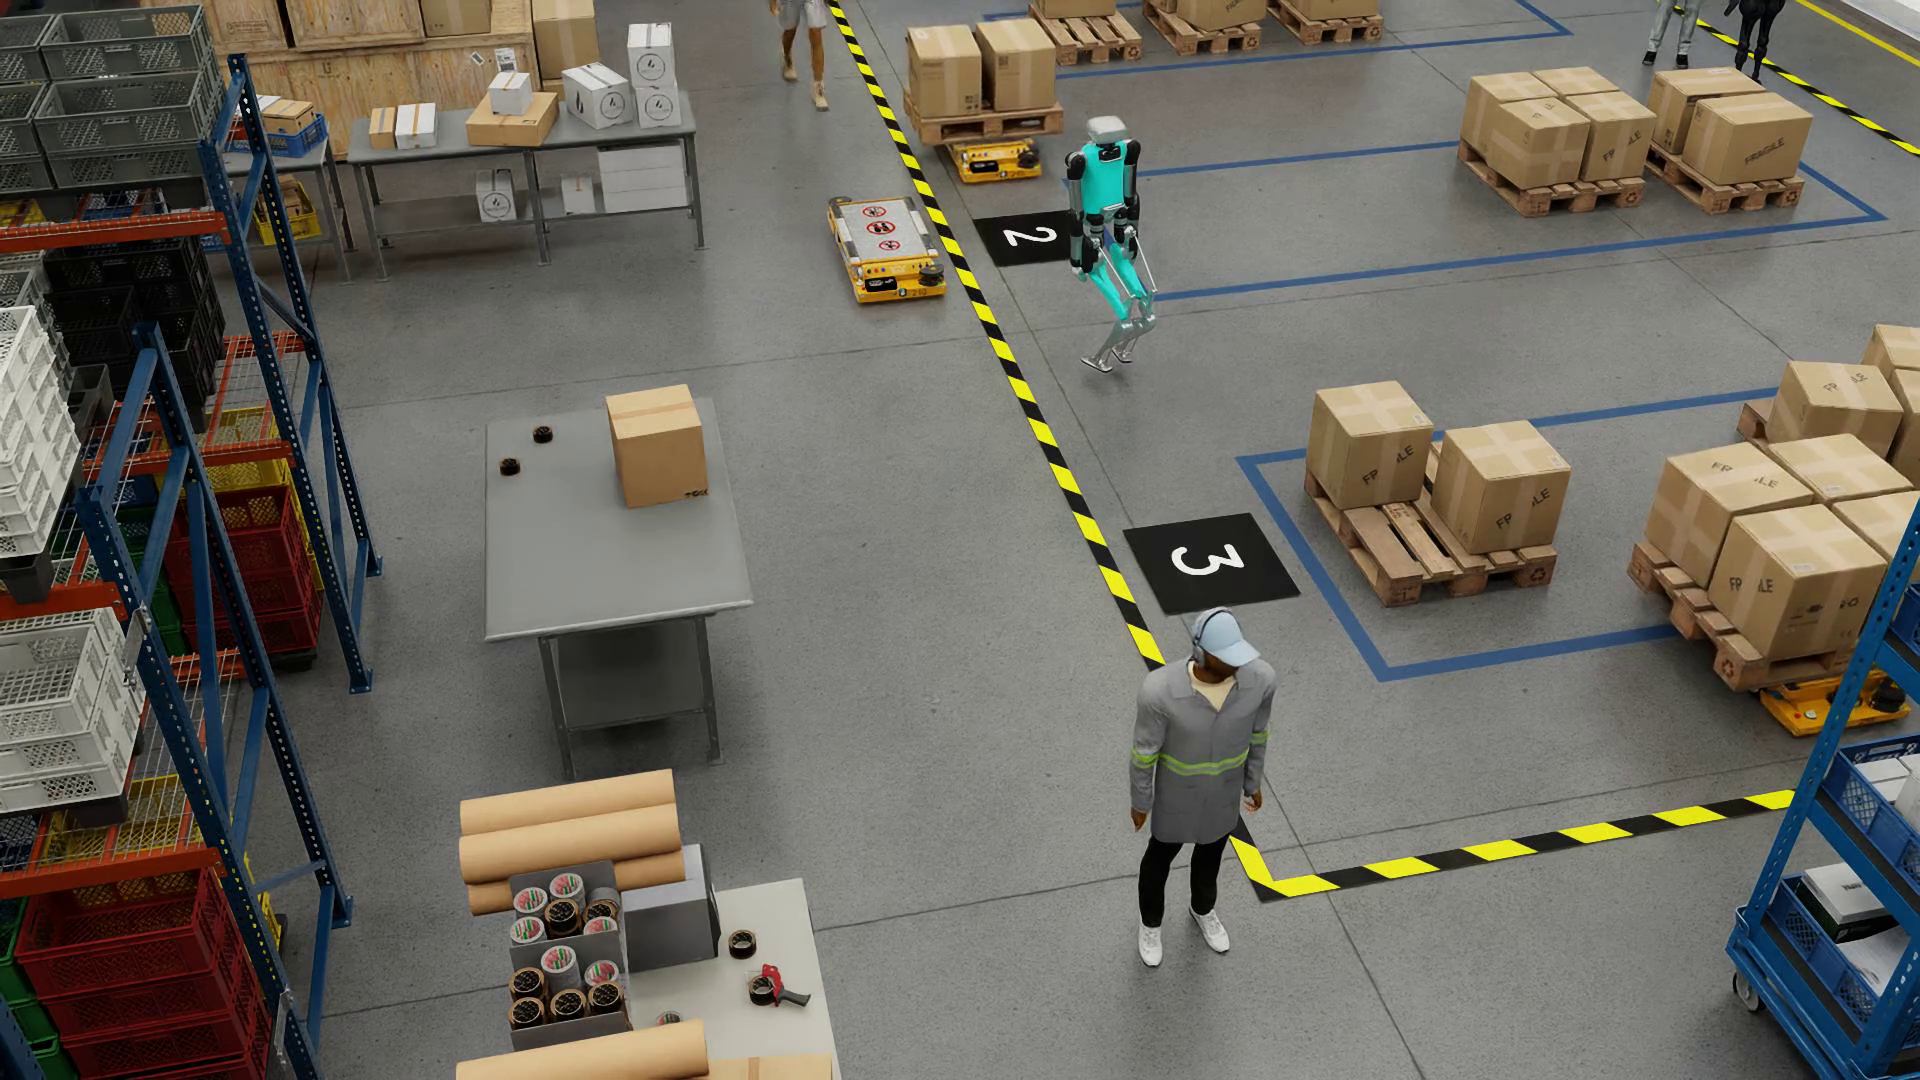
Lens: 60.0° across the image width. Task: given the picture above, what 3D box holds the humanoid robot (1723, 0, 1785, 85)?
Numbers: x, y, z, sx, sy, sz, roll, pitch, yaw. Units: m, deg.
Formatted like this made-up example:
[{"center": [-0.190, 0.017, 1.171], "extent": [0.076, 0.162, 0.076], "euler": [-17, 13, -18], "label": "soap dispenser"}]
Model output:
[{"center": [7.205, -4.902, 14.952], "extent": [0.599, 1.653, 0.315], "euler": [-13, 39, -17], "label": "humanoid robot"}]

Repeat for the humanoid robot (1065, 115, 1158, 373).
[{"center": [1.031, -1.826, 10.665], "extent": [0.533, 1.677, 0.735], "euler": [-20, 41, -24], "label": "humanoid robot"}]

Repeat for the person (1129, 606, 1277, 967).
[{"center": [0.982, 1.023, 6.852], "extent": [0.596, 1.852, 0.360], "euler": [-8, 37, -11], "label": "person"}]

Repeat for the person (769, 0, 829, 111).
[{"center": [-1.422, -4.909, 14.702], "extent": [0.607, 2.005, 0.971], "euler": [-8, 37, -11], "label": "person"}]

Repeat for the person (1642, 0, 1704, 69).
[{"center": [6.750, -5.281, 15.347], "extent": [0.585, 1.825, 0.404], "euler": [11, 38, 14], "label": "person"}]

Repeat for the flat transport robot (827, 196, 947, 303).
[{"center": [-0.570, -2.220, 12.538], "extent": [0.659, 0.231, 1.431], "euler": [-8, 37, -10], "label": "flat transport robot"}]

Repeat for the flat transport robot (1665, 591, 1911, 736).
[{"center": [4.346, 0.463, 8.908], "extent": [0.652, 0.197, 1.431], "euler": [-8, 37, -11], "label": "flat transport robot"}]

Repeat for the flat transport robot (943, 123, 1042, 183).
[{"center": [0.199, -3.448, 14.164], "extent": [0.652, 0.197, 1.431], "euler": [-8, 37, -10], "label": "flat transport robot"}]
